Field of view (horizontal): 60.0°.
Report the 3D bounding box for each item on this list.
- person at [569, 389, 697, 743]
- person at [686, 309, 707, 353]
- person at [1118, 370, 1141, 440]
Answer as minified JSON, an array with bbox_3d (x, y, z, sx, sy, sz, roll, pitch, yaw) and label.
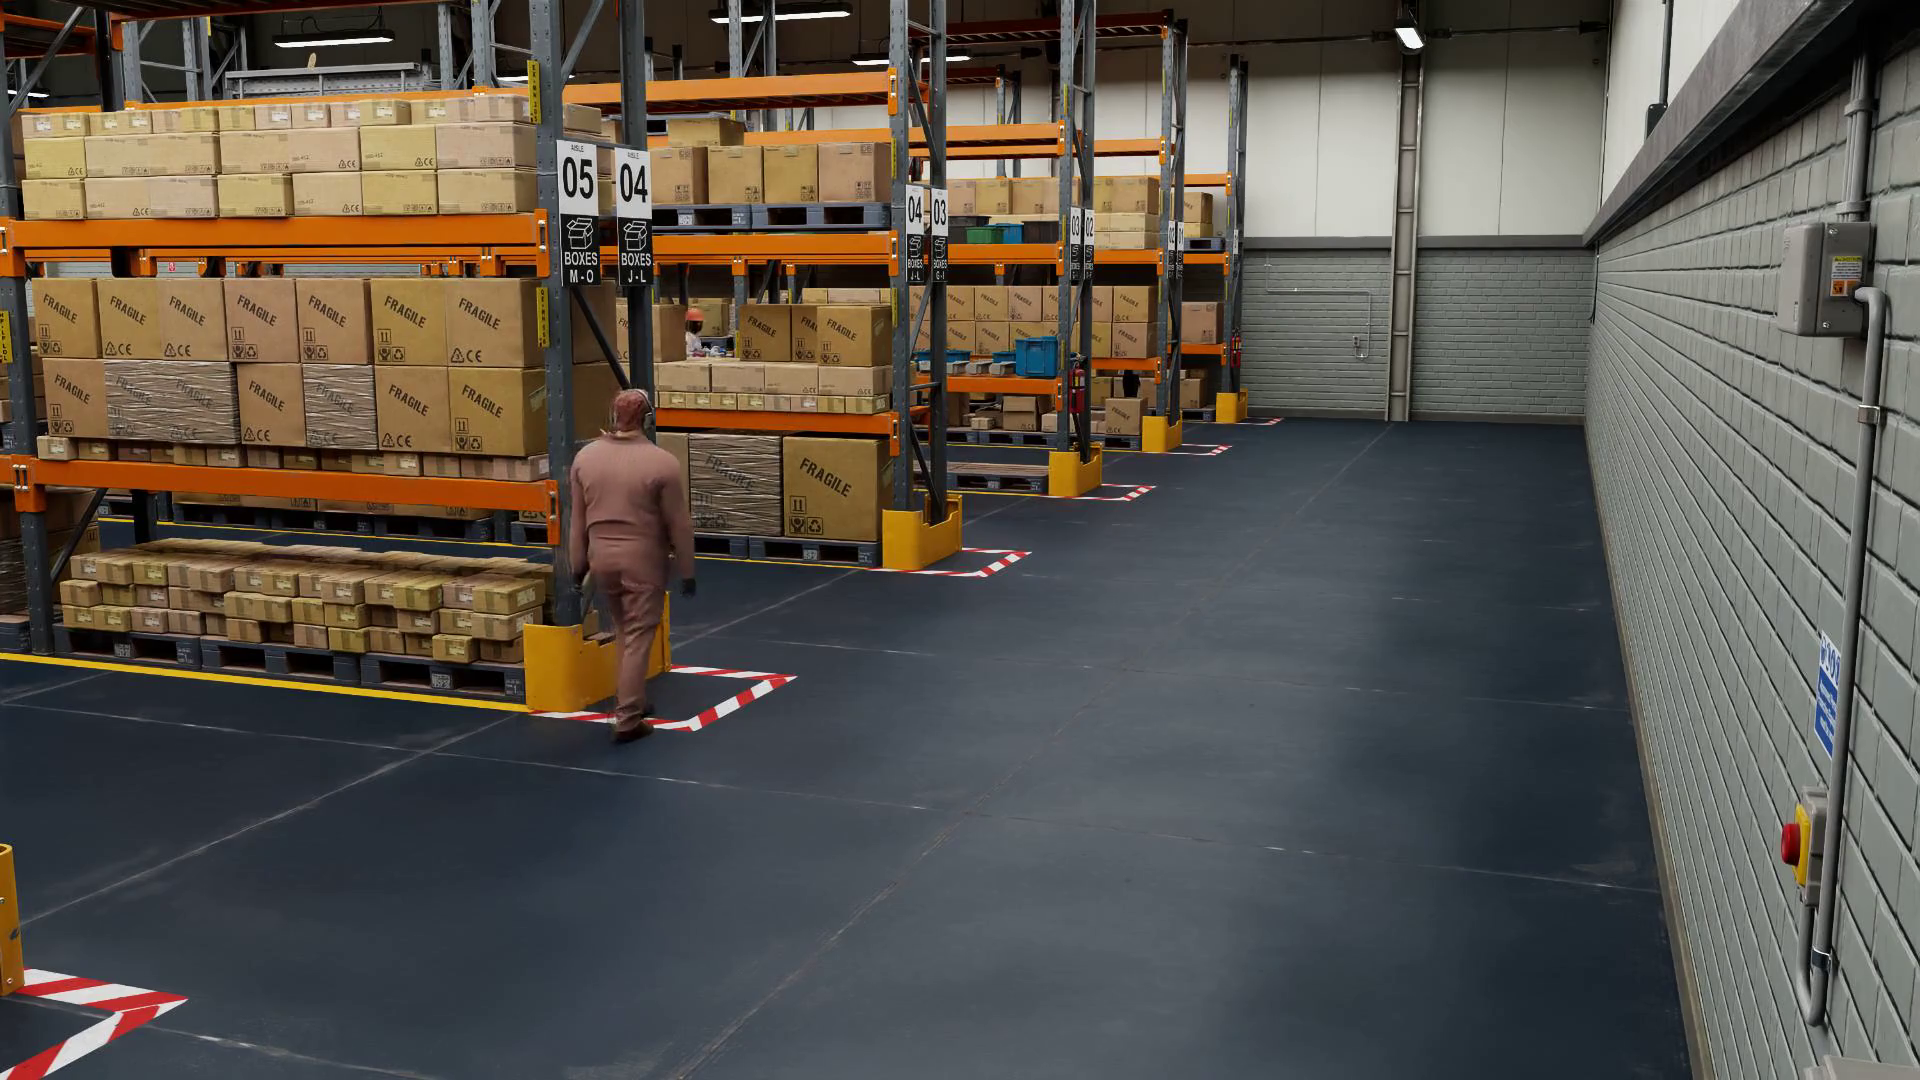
[{"bbox_3d":[-1.712,0.119,9.048,0.684,1.881,0.767,4,10,21],"label":"person"},{"bbox_3d":[-3.951,-2.417,24.604,1.078,1.992,0.627,2,9,12],"label":"person"},{"bbox_3d":[2.587,-2.463,25.079,0.393,1.919,0.589,3,9,15],"label":"person"}]
